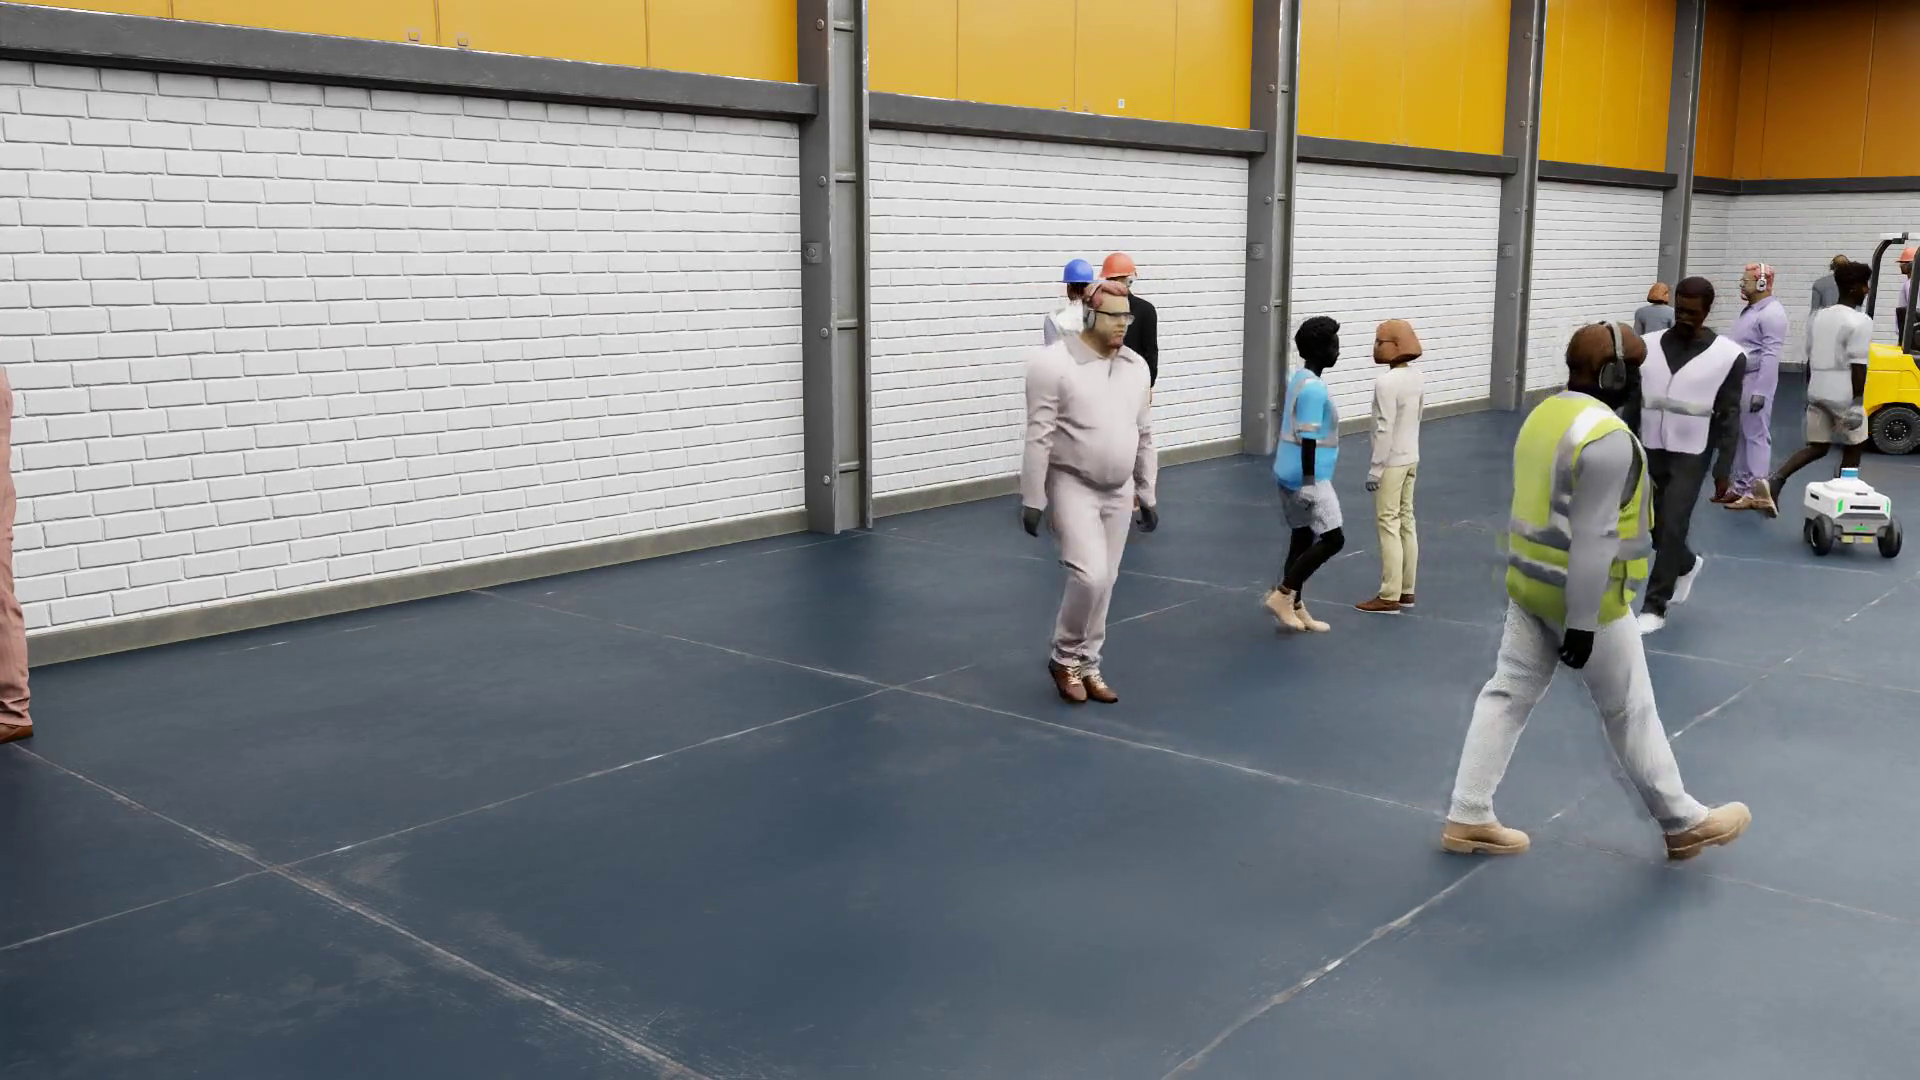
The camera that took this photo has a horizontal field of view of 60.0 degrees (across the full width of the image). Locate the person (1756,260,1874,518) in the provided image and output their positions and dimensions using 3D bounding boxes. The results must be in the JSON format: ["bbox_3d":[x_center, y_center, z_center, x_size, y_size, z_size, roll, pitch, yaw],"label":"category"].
[{"bbox_3d":[6.295,-1.052,12.092,0.770,1.945,0.608,-2,10,-11],"label":"person"}]

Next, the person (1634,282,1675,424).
[{"bbox_3d":[7.979,-2.131,19.094,0.498,1.634,0.281,8,13,39],"label":"person"}]

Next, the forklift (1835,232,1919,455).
[{"bbox_3d":[9.955,-1.972,16.595,2.313,2.155,1.214,1,10,8],"label":"forklift"}]

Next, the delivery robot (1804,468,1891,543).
[{"bbox_3d":[5.935,-0.240,11.131,0.477,0.478,0.707,2,10,10],"label":"delivery robot"}]

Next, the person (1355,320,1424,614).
[{"bbox_3d":[2.411,-0.406,9.273,0.271,1.631,0.509,8,13,37],"label":"person"}]

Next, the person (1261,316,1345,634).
[{"bbox_3d":[1.821,-0.320,8.646,0.364,1.685,0.534,0,10,3],"label":"person"}]

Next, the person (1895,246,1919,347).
[{"bbox_3d":[11.400,-2.498,20.017,0.389,2.045,0.606,8,13,38],"label":"person"}]

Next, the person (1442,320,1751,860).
[{"bbox_3d":[2.097,0.184,5.465,1.007,1.783,0.651,-1,10,-7],"label":"person"}]

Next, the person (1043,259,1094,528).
[{"bbox_3d":[0.853,-1.038,11.976,0.605,1.948,0.391,-5,11,-27],"label":"person"}]

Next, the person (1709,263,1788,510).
[{"bbox_3d":[6.147,-1.191,12.962,0.406,1.911,0.639,2,10,9],"label":"person"}]

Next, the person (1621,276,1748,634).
[{"bbox_3d":[3.838,-0.454,8.835,0.693,1.880,0.663,-8,13,-39],"label":"person"}]

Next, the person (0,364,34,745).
[{"bbox_3d":[-4.066,-0.101,6.781,0.408,1.903,0.638,-8,13,-40],"label":"person"}]

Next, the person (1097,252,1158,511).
[{"bbox_3d":[1.226,-1.217,12.871,0.622,1.989,0.399,8,13,38],"label":"person"}]

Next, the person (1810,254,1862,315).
[{"bbox_3d":[12.118,-2.975,23.032,0.635,1.939,0.361,9,13,40],"label":"person"}]

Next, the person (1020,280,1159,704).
[{"bbox_3d":[0.606,-0.198,7.358,0.664,1.885,0.439,-7,12,-34],"label":"person"}]
